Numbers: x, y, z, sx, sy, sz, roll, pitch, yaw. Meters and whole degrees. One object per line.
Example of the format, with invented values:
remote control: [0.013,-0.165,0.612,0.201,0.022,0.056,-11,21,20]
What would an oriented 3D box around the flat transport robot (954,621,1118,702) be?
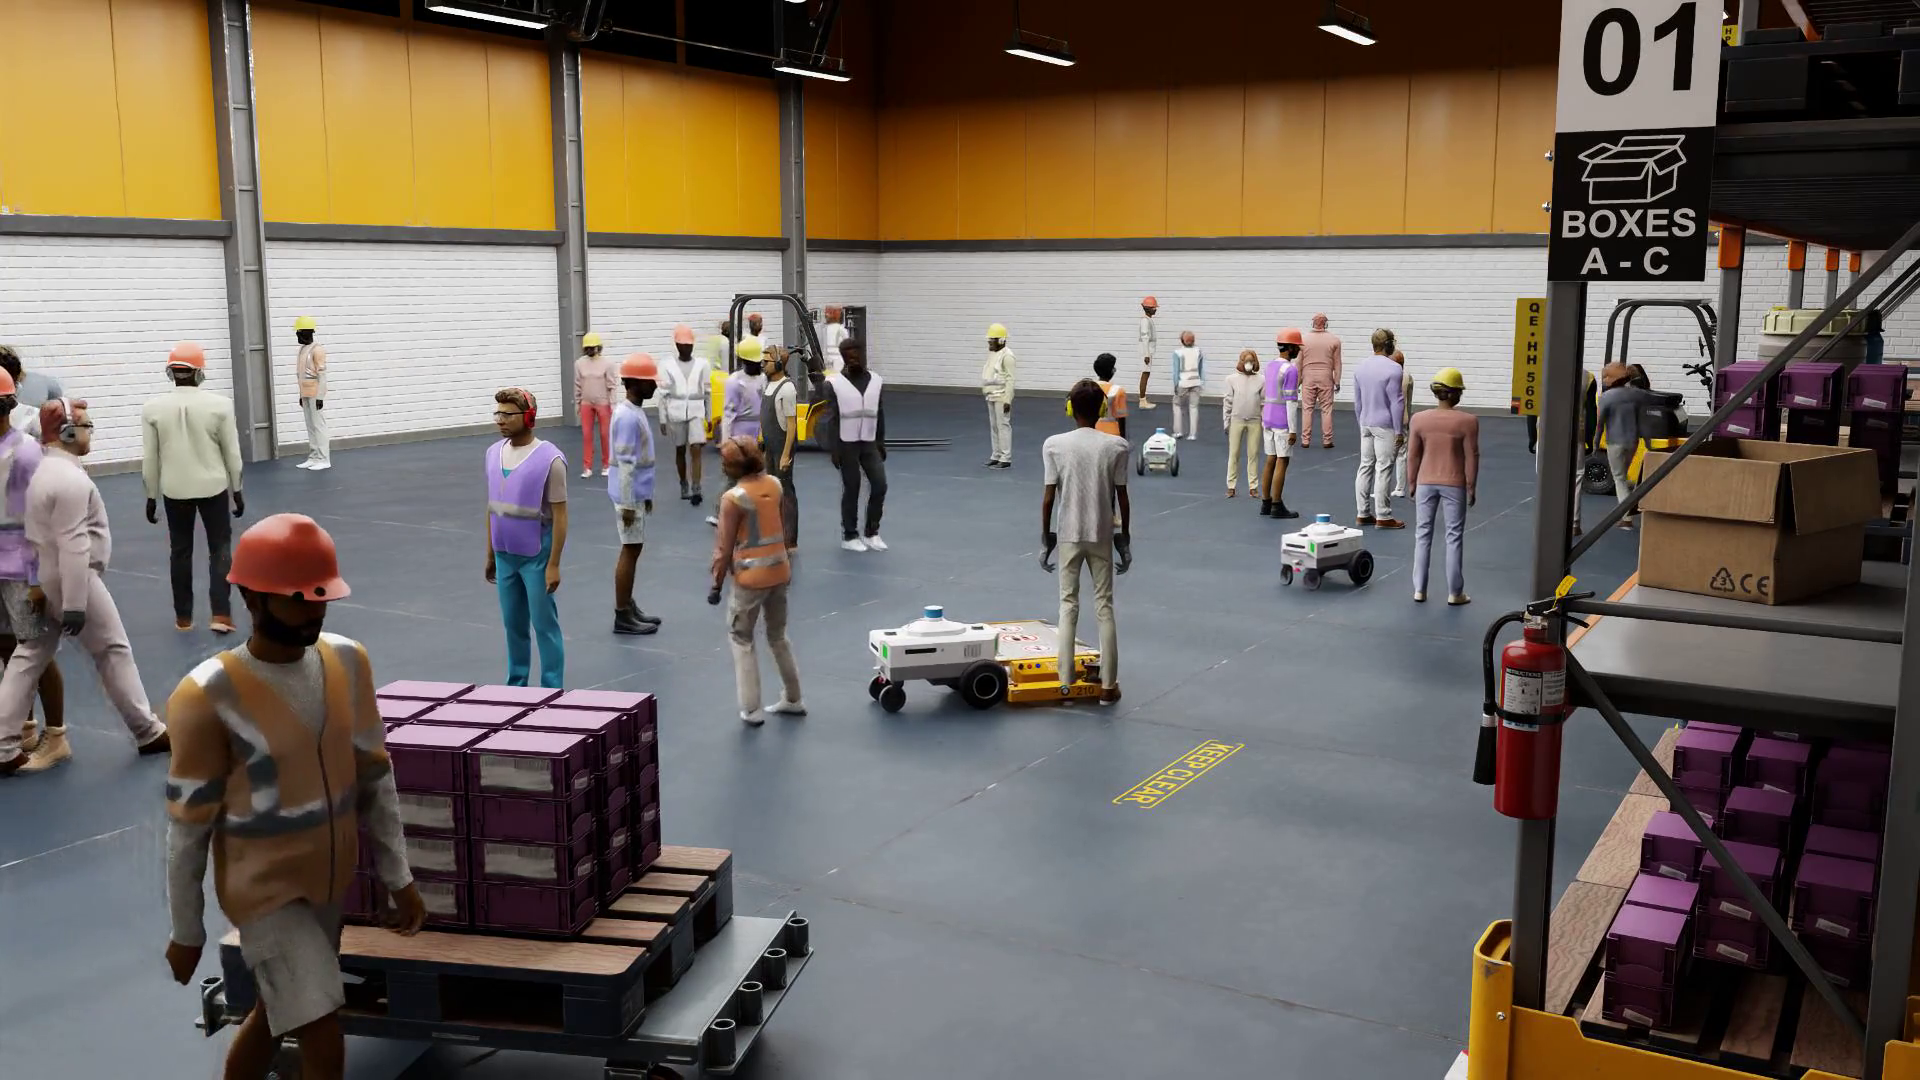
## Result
flat transport robot: [0.400,0.706,10.122,0.652,0.197,1.431,-3,9,-16]

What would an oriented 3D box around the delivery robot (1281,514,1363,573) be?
delivery robot: [2.854,0.040,13.102,0.707,0.478,0.477,-8,12,-41]

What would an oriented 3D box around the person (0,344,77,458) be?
person: [-7.523,-0.649,13.565,0.792,1.902,0.385,-6,11,-32]

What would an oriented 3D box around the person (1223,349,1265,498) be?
person: [3.132,-1.274,18.233,0.500,1.635,0.287,1,9,4]

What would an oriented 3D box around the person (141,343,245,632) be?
person: [-5.233,-0.335,11.338,0.643,1.991,0.551,-2,9,-13]

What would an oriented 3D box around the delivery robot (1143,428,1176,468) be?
delivery robot: [2.449,-1.125,20.374,0.477,0.478,0.707,2,9,12]

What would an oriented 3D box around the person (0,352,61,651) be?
person: [-6.057,-0.221,10.633,0.607,1.966,0.367,1,9,8]

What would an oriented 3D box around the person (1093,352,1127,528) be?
person: [1.385,-0.958,16.070,0.538,1.696,0.320,8,12,41]

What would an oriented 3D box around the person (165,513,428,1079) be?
person: [-1.704,0.856,4.193,0.969,1.886,0.530,4,10,24]

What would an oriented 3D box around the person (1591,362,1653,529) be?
person: [6.367,-0.919,16.087,0.569,1.599,0.622,-2,9,-12]

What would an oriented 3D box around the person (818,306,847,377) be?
person: [-2.437,-3.397,30.792,1.005,1.850,0.662,-8,12,-42]

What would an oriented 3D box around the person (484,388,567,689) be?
person: [-2.354,0.093,9.047,0.566,1.847,0.389,6,11,31]

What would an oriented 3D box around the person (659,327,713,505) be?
person: [-2.922,-1.324,17.755,0.568,1.884,1.009,-2,9,-12]

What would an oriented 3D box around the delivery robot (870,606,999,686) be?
delivery robot: [-0.149,0.619,9.488,0.707,0.478,0.477,-3,10,-16]

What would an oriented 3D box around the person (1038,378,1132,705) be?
person: [0.712,0.016,9.471,0.535,1.864,0.309,0,9,2]

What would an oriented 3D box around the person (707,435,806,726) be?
person: [-1.097,0.223,8.998,0.341,1.607,0.550,5,11,31]

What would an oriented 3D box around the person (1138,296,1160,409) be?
person: [3.436,-3.402,30.245,0.379,2.041,0.616,2,9,9]

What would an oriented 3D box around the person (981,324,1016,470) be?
person: [0.473,-1.787,20.858,0.403,1.827,0.617,-4,10,-22]

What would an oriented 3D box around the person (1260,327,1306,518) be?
person: [3.259,-1.176,16.732,0.392,1.930,0.540,-3,10,-17]

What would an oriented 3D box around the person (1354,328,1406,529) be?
person: [4.049,-1.071,16.023,0.372,1.940,0.632,-5,10,-27]

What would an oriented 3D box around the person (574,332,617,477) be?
person: [-4.417,-1.638,20.142,0.535,1.765,0.358,1,9,5]

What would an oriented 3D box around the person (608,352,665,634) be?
person: [-2.198,-0.316,11.374,0.407,1.929,0.549,-1,9,-6]

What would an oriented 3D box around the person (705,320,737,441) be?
person: [-3.583,-2.332,24.393,0.895,1.796,0.645,-3,9,-16]

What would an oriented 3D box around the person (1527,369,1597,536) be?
person: [5.636,-0.953,15.600,0.626,1.842,0.429,4,10,21]

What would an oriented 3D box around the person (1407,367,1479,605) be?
person: [3.585,-0.398,12.367,0.526,1.765,0.330,6,11,32]

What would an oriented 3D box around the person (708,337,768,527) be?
person: [-2.075,-0.961,15.565,0.829,1.882,0.622,3,10,20]

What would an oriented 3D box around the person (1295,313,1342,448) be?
person: [5.044,-2.241,23.429,0.648,1.907,0.401,3,9,16]

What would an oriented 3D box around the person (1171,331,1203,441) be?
person: [3.335,-2.269,24.519,0.525,1.615,0.606,-3,10,-17]

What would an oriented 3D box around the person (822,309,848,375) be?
person: [-2.162,-3.237,29.891,0.603,1.828,1.001,9,13,44]

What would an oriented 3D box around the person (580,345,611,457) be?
person: [-4.883,-1.920,22.276,0.507,1.631,0.270,3,9,15]

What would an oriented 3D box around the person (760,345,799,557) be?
person: [-1.580,-0.765,14.409,0.346,1.846,0.506,-5,10,-27]

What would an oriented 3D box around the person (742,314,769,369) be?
person: [-2.957,-2.408,24.641,0.863,1.844,0.592,7,11,37]

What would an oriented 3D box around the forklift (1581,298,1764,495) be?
forklift: [7.954,-1.589,18.462,2.313,2.155,1.214,5,11,30]

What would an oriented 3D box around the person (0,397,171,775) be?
person: [-4.405,0.220,8.226,0.651,1.859,0.991,7,11,37]

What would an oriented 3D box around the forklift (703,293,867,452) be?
forklift: [-2.458,-2.344,23.176,2.313,2.155,1.214,0,9,-2]

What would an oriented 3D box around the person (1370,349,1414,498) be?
person: [4.714,-1.261,18.143,0.520,1.640,0.307,-5,10,-27]

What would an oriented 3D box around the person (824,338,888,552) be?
person: [-0.863,-0.824,14.626,0.640,1.887,0.584,-7,11,-35]

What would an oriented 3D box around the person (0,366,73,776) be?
person: [-4.684,0.140,8.151,0.614,2.038,0.396,6,11,33]

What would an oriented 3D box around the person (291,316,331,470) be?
person: [-8.142,-1.839,20.853,0.366,1.926,0.594,-9,13,-44]
